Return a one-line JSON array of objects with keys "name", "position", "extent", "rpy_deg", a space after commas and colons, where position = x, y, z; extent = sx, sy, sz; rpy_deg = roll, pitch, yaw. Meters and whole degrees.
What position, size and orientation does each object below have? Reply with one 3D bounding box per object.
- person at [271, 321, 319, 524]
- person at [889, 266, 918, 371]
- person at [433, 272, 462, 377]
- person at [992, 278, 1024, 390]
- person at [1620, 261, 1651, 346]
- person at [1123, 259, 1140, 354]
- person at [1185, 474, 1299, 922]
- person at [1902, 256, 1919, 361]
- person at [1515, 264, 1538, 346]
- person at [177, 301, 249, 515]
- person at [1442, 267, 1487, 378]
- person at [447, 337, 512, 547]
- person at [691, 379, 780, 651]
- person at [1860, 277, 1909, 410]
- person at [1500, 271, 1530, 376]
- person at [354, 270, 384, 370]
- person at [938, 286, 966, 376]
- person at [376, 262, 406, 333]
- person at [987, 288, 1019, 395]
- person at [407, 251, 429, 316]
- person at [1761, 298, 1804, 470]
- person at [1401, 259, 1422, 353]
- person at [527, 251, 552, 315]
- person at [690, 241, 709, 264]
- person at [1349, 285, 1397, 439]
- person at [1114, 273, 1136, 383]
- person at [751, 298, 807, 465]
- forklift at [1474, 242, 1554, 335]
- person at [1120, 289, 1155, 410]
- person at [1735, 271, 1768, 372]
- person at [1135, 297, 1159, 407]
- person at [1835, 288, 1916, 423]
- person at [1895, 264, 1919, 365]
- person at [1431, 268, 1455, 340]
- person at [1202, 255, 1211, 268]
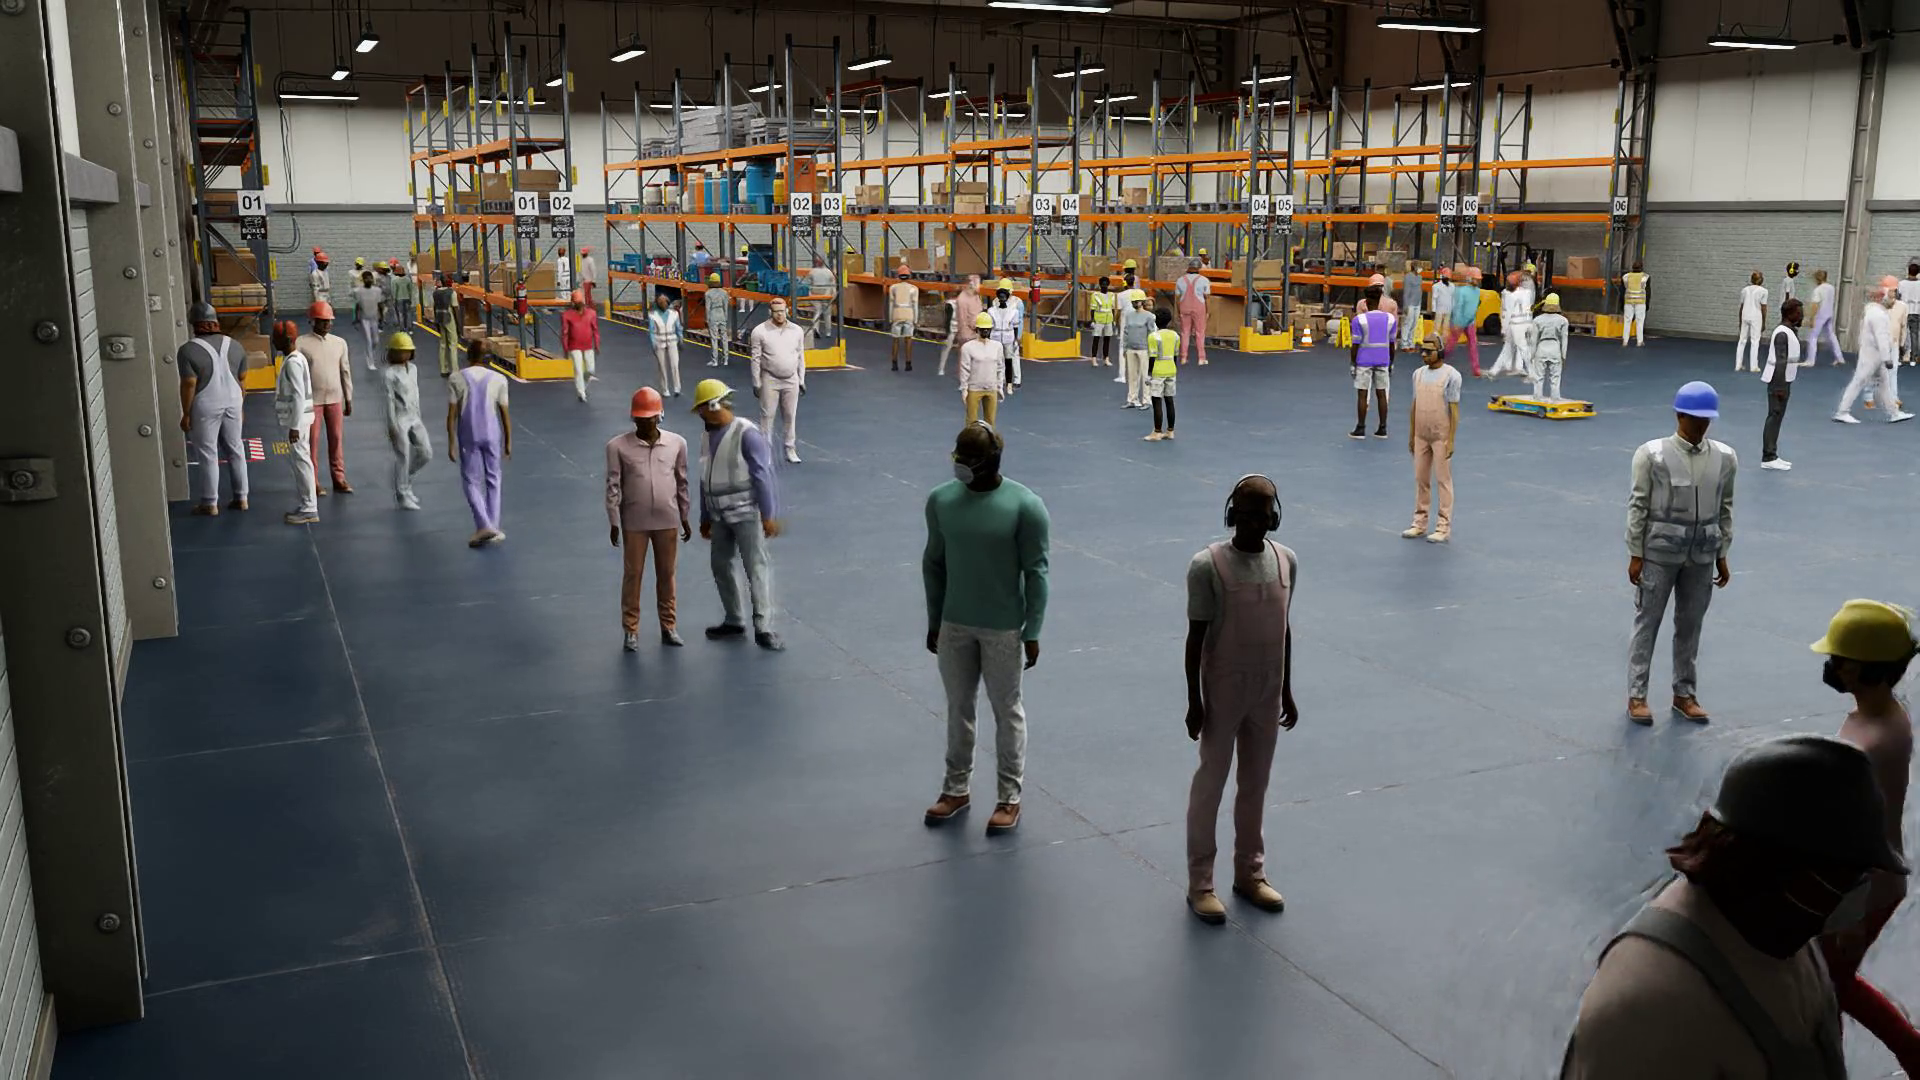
[{"name": "person", "position": [-6.197, -1.098, 15.510], "extent": [0.339, 1.883, 0.584], "rpy_deg": [-4, 12, -20]}, {"name": "person", "position": [-1.034, -4.057, 30.497], "extent": [0.549, 1.919, 0.448], "rpy_deg": [1, 11, 3]}, {"name": "person", "position": [-9.005, -3.779, 29.228], "extent": [0.563, 1.847, 0.390], "rpy_deg": [6, 13, 29]}, {"name": "person", "position": [0.758, -3.360, 27.182], "extent": [0.594, 1.820, 0.412], "rpy_deg": [7, 13, 30]}, {"name": "person", "position": [14.678, -5.139, 36.153], "extent": [0.621, 1.845, 0.429], "rpy_deg": [7, 13, 30]}, {"name": "person", "position": [3.505, -4.793, 34.179], "extent": [0.378, 1.925, 0.594], "rpy_deg": [-1, 11, -5]}, {"name": "person", "position": [1.152, 0.636, 6.804], "extent": [0.517, 1.841, 0.325], "rpy_deg": [-5, 12, -23]}, {"name": "person", "position": [18.548, -4.507, 32.438], "extent": [0.536, 2.000, 0.688], "rpy_deg": [5, 12, 26]}, {"name": "person", "position": [12.247, -5.069, 35.998], "extent": [0.901, 1.761, 0.605], "rpy_deg": [-1, 11, -8]}, {"name": "person", "position": [-7.211, -1.268, 15.977], "extent": [0.535, 2.000, 0.674], "rpy_deg": [7, 13, 33]}, {"name": "person", "position": [8.846, -3.829, 29.299], "extent": [0.648, 1.941, 0.957], "rpy_deg": [-7, 13, -33]}, {"name": "person", "position": [-4.152, -0.840, 14.392], "extent": [0.544, 1.811, 0.553], "rpy_deg": [-4, 12, -17]}, {"name": "person", "position": [-1.466, -0.162, 11.043], "extent": [0.724, 1.787, 0.407], "rpy_deg": [10, 15, 42]}, {"name": "person", "position": [13.411, -2.823, 24.107], "extent": [0.653, 1.941, 1.028], "rpy_deg": [2, 11, 11]}, {"name": "person", "position": [9.828, -3.835, 29.509], "extent": [0.449, 1.850, 0.677], "rpy_deg": [-9, 14, -37]}, {"name": "person", "position": [-10.941, -4.073, 30.733], "extent": [0.525, 1.853, 0.624], "rpy_deg": [-9, 14, -37]}, {"name": "person", "position": [-0.028, -3.699, 29.459], "extent": [0.816, 1.591, 0.597], "rpy_deg": [10, 15, 40]}, {"name": "person", "position": [-13.780, -5.822, 40.005], "extent": [0.872, 1.695, 0.497], "rpy_deg": [7, 13, 33]}, {"name": "person", "position": [0.670, -3.143, 26.377], "extent": [0.531, 1.698, 0.320], "rpy_deg": [0, 11, 2]}, {"name": "person", "position": [-15.234, -7.213, 46.745], "extent": [0.601, 1.817, 0.563], "rpy_deg": [7, 13, 32]}, {"name": "person", "position": [9.288, -1.767, 18.819], "extent": [0.393, 1.920, 0.587], "rpy_deg": [7, 13, 30]}, {"name": "person", "position": [9.319, -4.810, 34.266], "extent": [0.373, 1.932, 0.622], "rpy_deg": [10, 15, 42]}, {"name": "person", "position": [-11.971, -7.268, 47.049], "extent": [0.653, 1.817, 0.823], "rpy_deg": [9, 14, 38]}, {"name": "person", "position": [-7.904, -8.066, 50.526], "extent": [0.615, 2.038, 0.395], "rpy_deg": [-6, 13, -27]}, {"name": "person", "position": [5.280, -2.273, 21.293], "extent": [0.611, 1.958, 0.363], "rpy_deg": [-2, 11, -8]}, {"name": "person", "position": [2.889, -3.608, 28.347], "extent": [0.536, 1.856, 0.358], "rpy_deg": [-4, 12, -20]}, {"name": "person", "position": [-2.070, -1.818, 19.116], "extent": [0.652, 1.906, 0.402], "rpy_deg": [-5, 12, -23]}, {"name": "forklift", "position": [13.047, -6.049, 39.881], "extent": [2.313, 2.155, 1.214], "rpy_deg": [-5, 12, -23]}, {"name": "person", "position": [2.608, -2.789, 24.407], "extent": [0.533, 1.768, 0.310], "rpy_deg": [9, 14, 39]}, {"name": "person", "position": [14.409, -3.970, 30.244], "extent": [0.350, 1.837, 0.502], "rpy_deg": [-8, 14, -35]}, {"name": "person", "position": [2.770, -2.809, 24.828], "extent": [0.521, 1.638, 0.311], "rpy_deg": [-8, 14, -36]}, {"name": "person", "position": [12.549, -2.501, 22.713], "extent": [0.979, 1.854, 0.653], "rpy_deg": [7, 13, 30]}, {"name": "person", "position": [18.004, -4.269, 31.541], "extent": [0.597, 1.916, 0.370], "rpy_deg": [3, 12, 15]}, {"name": "person", "position": [10.065, -4.785, 34.592], "extent": [0.573, 1.745, 0.339], "rpy_deg": [-5, 12, -23]}, {"name": "person", "position": [7.266, -7.615, 49.304], "extent": [0.297, 1.623, 0.500], "rpy_deg": [5, 12, 24]}]
